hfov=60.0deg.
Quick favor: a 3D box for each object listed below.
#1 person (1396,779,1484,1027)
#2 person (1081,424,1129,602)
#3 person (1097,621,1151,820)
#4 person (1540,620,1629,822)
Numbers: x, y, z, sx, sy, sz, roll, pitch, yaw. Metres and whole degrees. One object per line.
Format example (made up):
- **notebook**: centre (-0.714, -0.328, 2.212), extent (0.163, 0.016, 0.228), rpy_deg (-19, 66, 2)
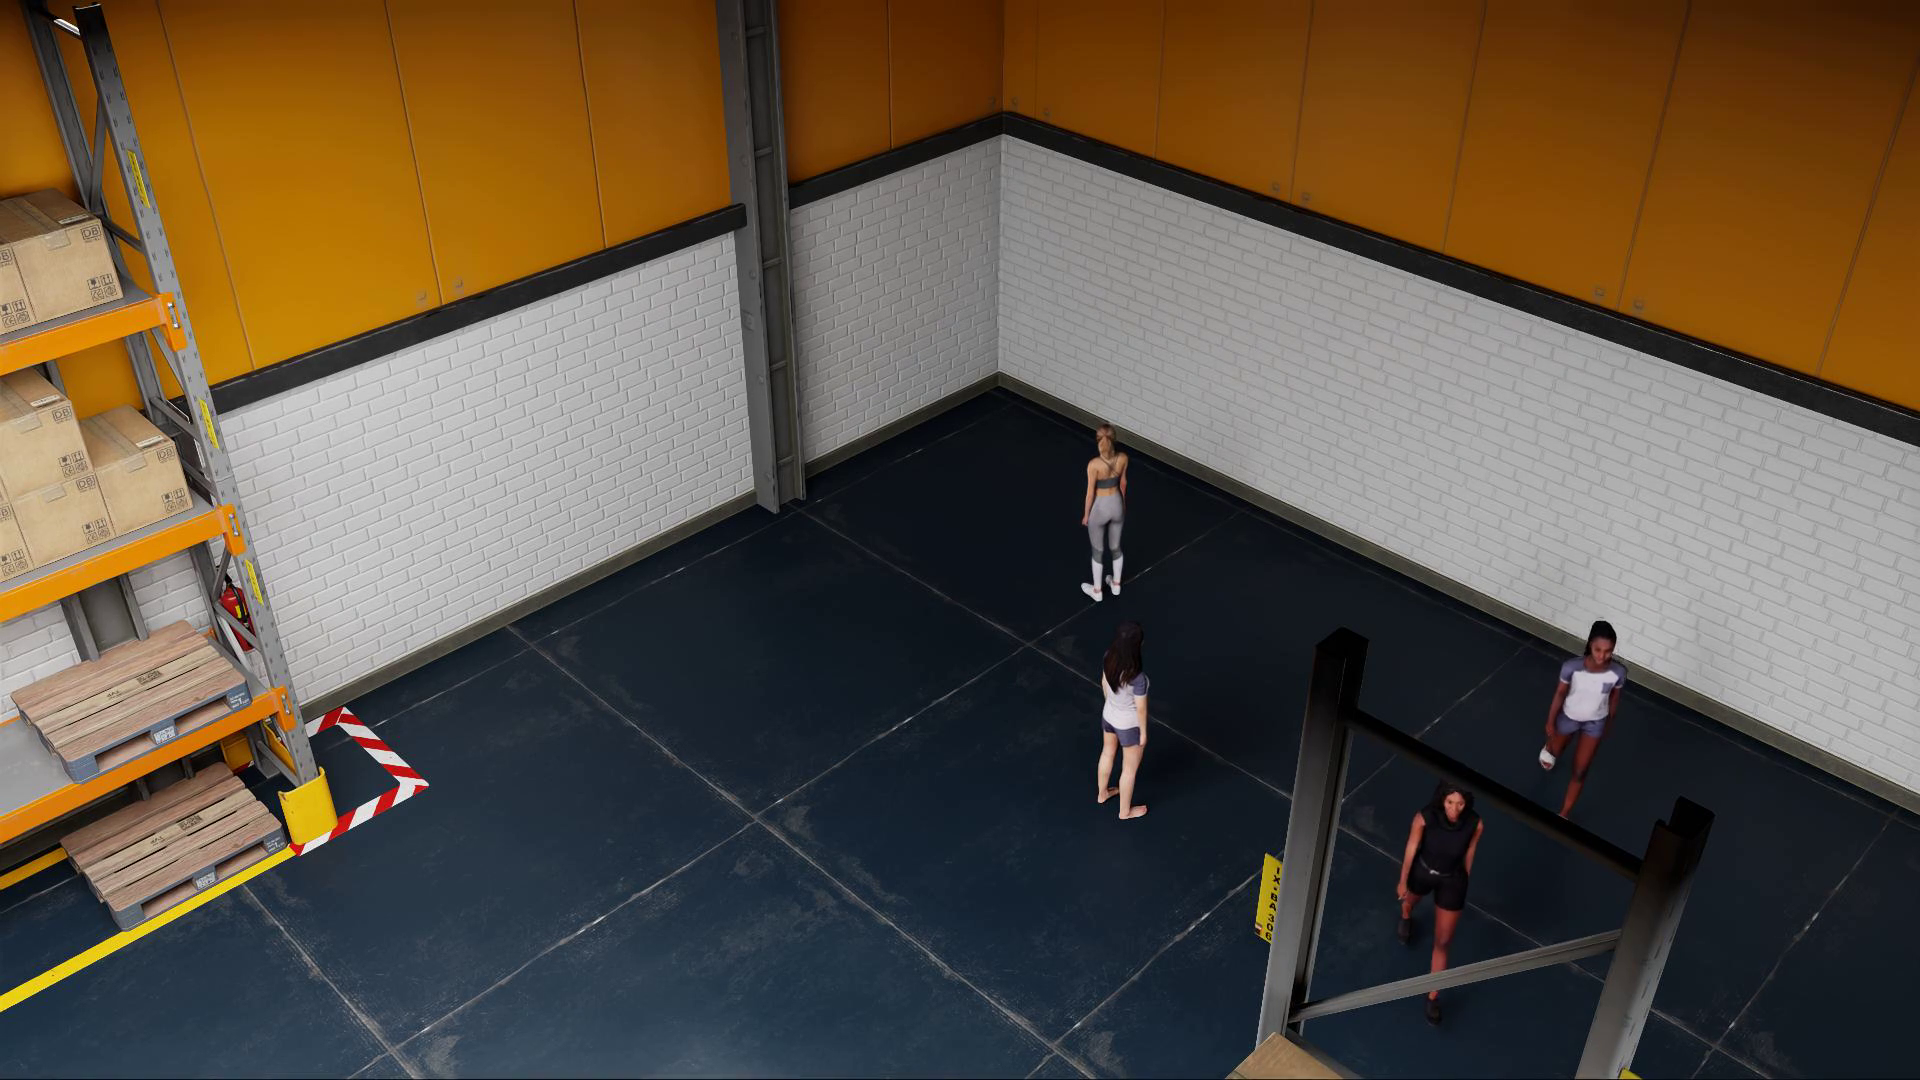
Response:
- **person**: centre (3.046, 2.147, 10.734), extent (1.107, 1.685, 1.278), rpy_deg (5, 34, 7)
- **person**: centre (1.259, -0.240, 14.307), extent (0.561, 1.705, 0.683), rpy_deg (-14, 36, -20)
- **person**: centre (1.184, 1.281, 12.018), extent (0.571, 1.706, 0.627), rpy_deg (-22, 39, -29)
- **person**: centre (4.487, 1.272, 12.042), extent (0.990, 1.696, 1.180), rpy_deg (7, 34, 11)
